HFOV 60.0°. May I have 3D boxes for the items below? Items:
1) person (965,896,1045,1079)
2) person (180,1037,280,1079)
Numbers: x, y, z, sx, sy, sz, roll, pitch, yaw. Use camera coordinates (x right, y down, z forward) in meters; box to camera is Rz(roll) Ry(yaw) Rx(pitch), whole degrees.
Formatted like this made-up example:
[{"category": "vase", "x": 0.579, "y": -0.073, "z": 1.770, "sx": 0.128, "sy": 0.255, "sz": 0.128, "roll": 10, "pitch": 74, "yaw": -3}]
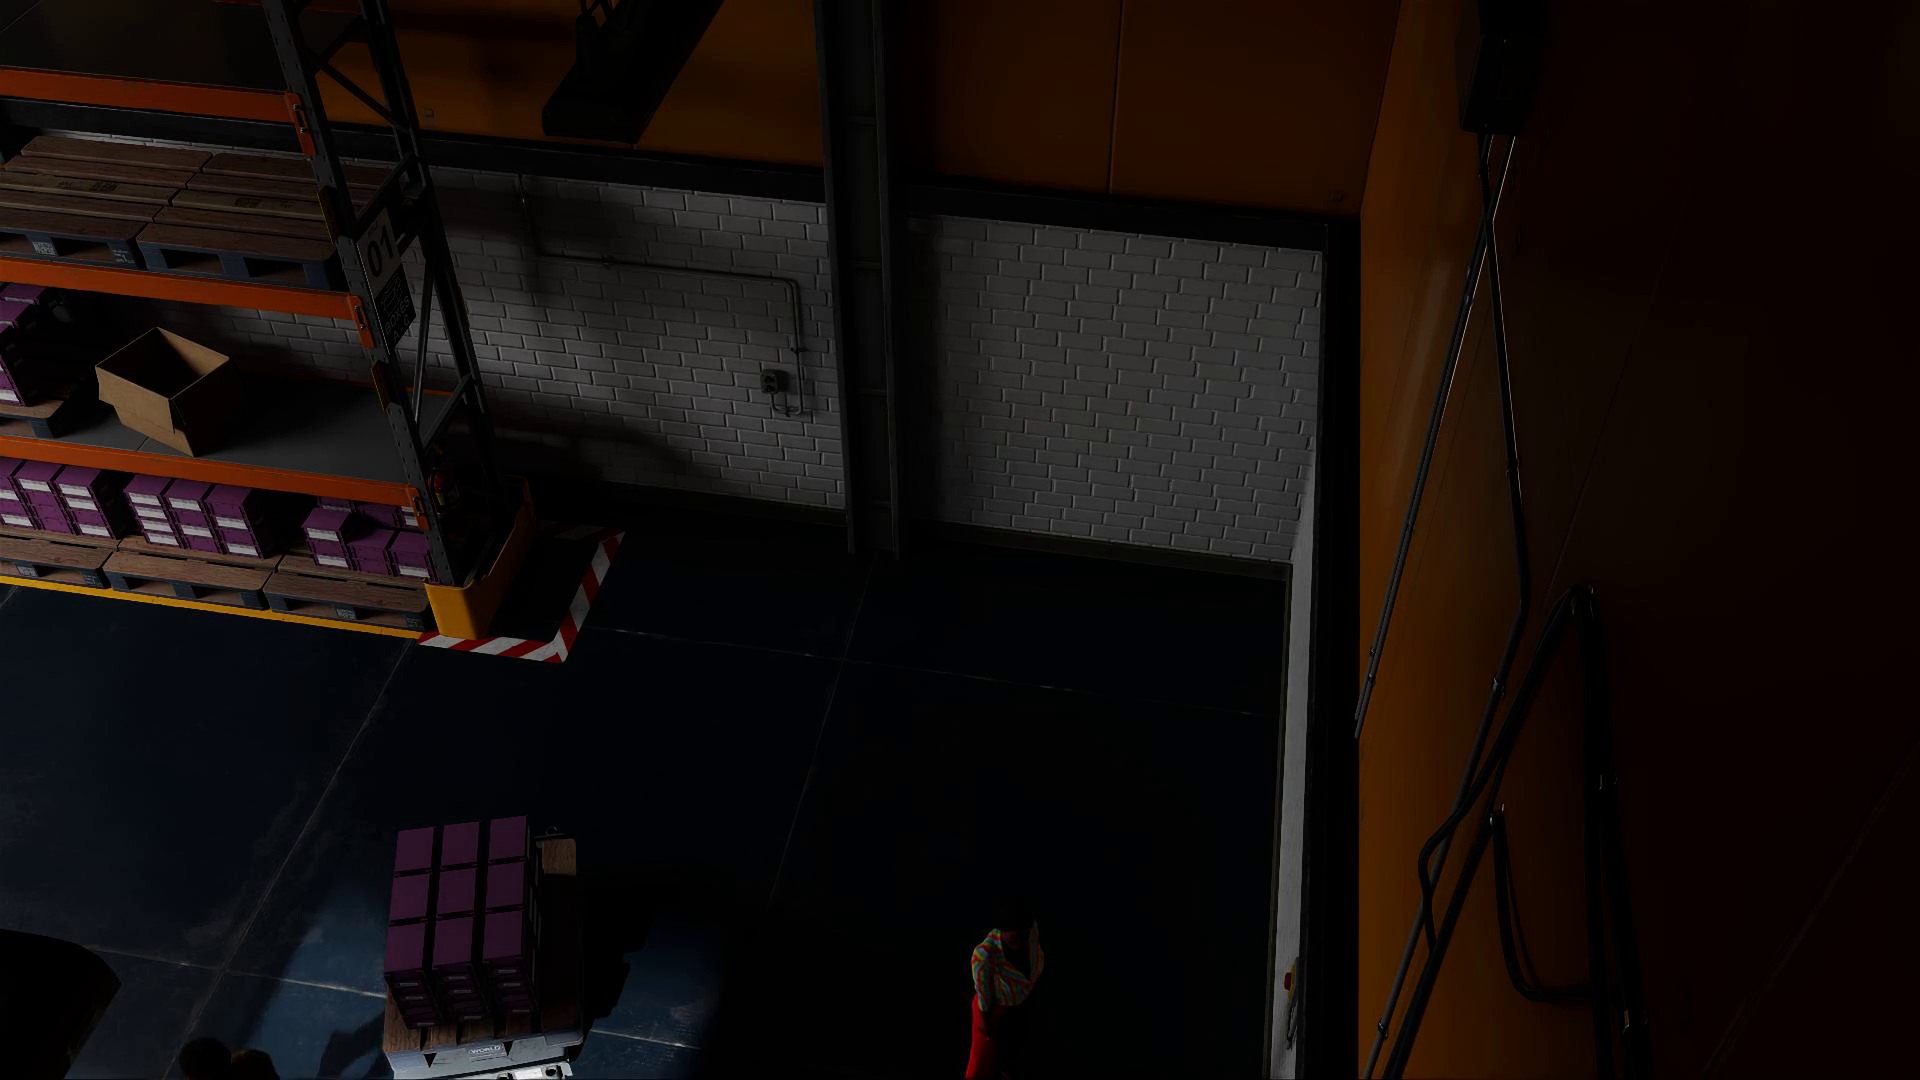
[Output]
[{"category": "person", "x": 0.223, "y": 2.372, "z": 8.493, "sx": 0.713, "sy": 1.792, "sz": 0.689, "roll": 35, "pitch": 53, "yaw": 31}, {"category": "person", "x": -3.415, "y": 2.834, "z": 7.981, "sx": 1.020, "sy": 1.830, "sz": 1.140, "roll": -30, "pitch": 51, "yaw": -28}]
